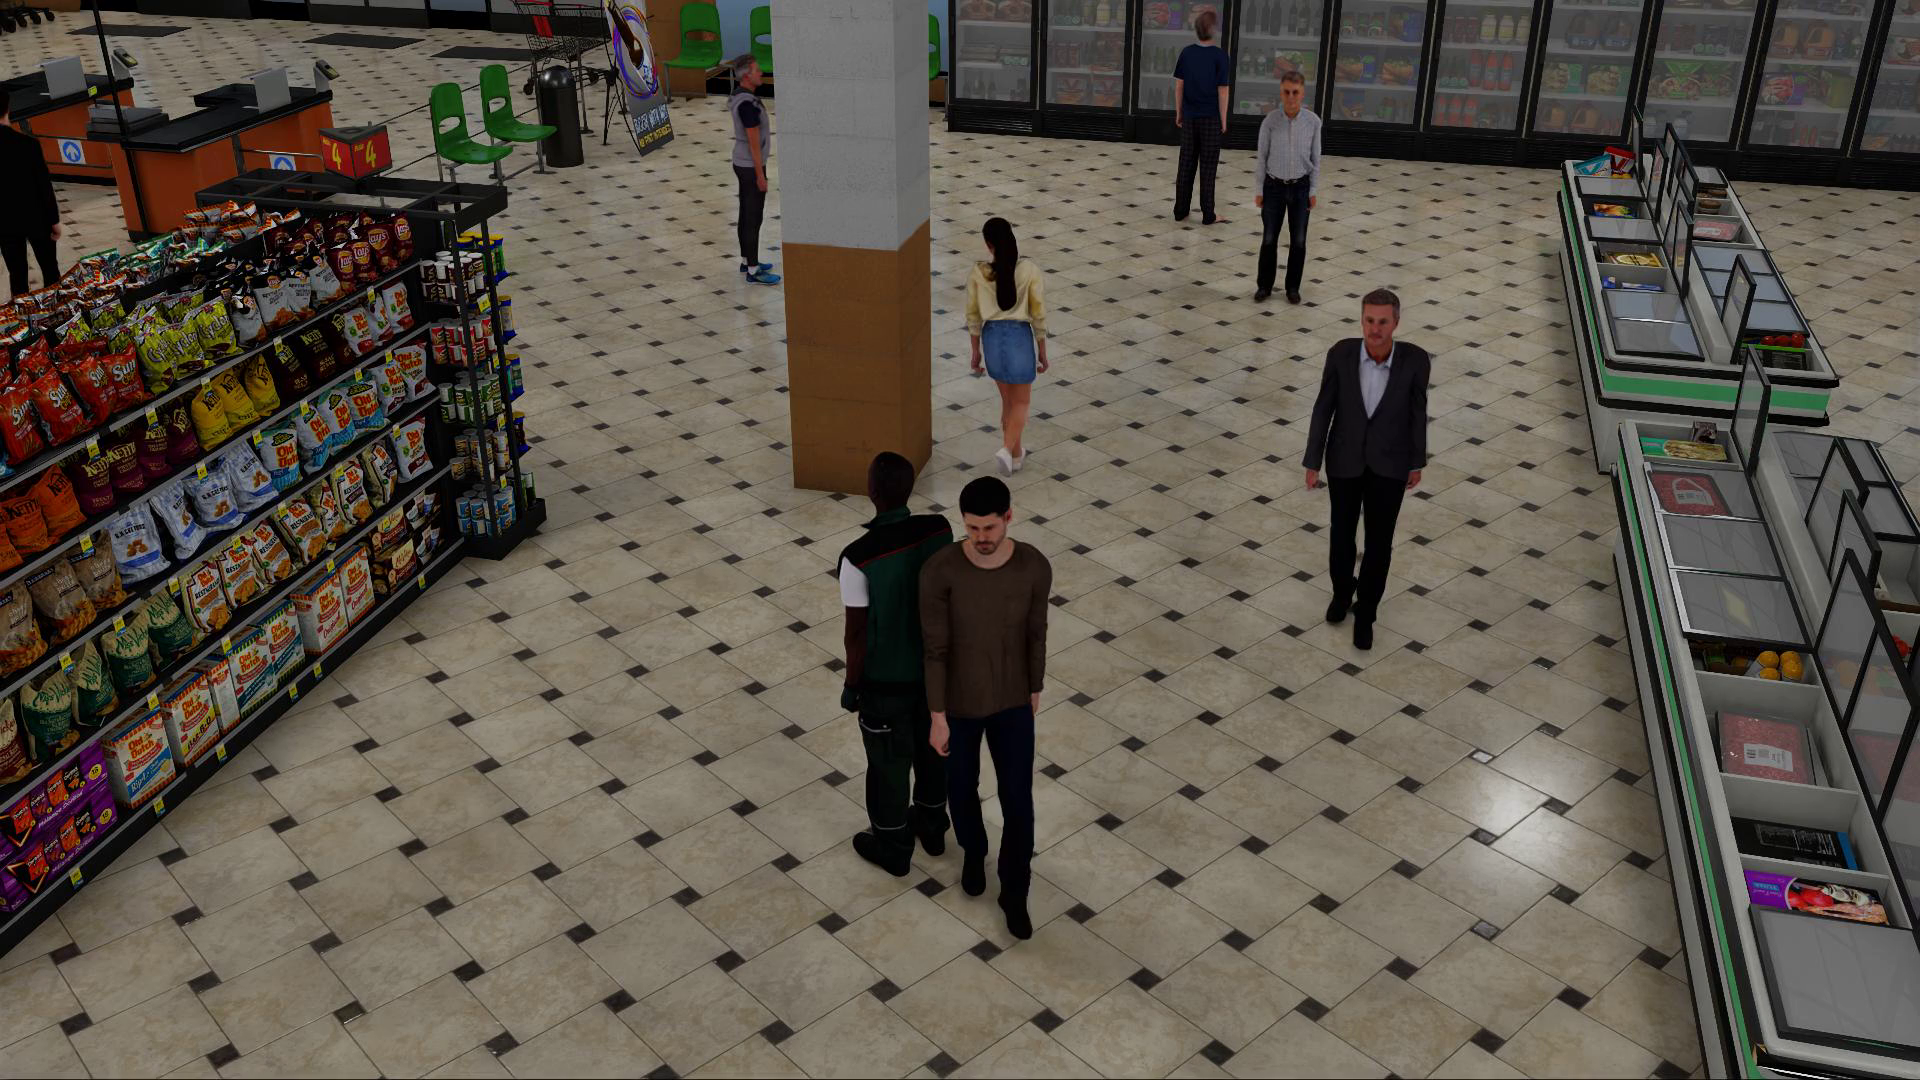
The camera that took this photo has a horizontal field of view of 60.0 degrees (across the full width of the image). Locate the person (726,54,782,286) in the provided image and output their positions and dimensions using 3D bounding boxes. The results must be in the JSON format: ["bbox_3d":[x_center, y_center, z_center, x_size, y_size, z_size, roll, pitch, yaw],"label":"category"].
[{"bbox_3d":[-1.715,-3.021,13.530,0.831,1.829,0.692,-6,28,-12],"label":"person"}]

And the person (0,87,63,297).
[{"bbox_3d":[-6.829,-2.296,12.072,1.147,1.856,1.290,-10,29,-19],"label":"person"}]

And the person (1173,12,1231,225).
[{"bbox_3d":[2.185,-3.807,15.034,0.717,1.871,0.635,15,31,27],"label":"person"}]

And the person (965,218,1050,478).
[{"bbox_3d":[0.271,-1.098,9.990,0.707,1.601,0.903,6,27,11],"label":"person"}]

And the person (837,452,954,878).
[{"bbox_3d":[-0.235,0.505,6.568,0.756,1.838,0.845,-20,33,-34],"label":"person"}]

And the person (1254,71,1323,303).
[{"bbox_3d":[2.567,-2.768,13.046,0.668,1.816,0.584,4,27,8],"label":"person"}]

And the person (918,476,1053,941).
[{"bbox_3d":[0.075,0.562,6.427,0.800,1.864,0.926,-2,27,-4],"label":"person"}]

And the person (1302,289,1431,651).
[{"bbox_3d":[2.065,-0.418,8.406,0.783,1.822,0.839,9,28,18],"label":"person"}]
